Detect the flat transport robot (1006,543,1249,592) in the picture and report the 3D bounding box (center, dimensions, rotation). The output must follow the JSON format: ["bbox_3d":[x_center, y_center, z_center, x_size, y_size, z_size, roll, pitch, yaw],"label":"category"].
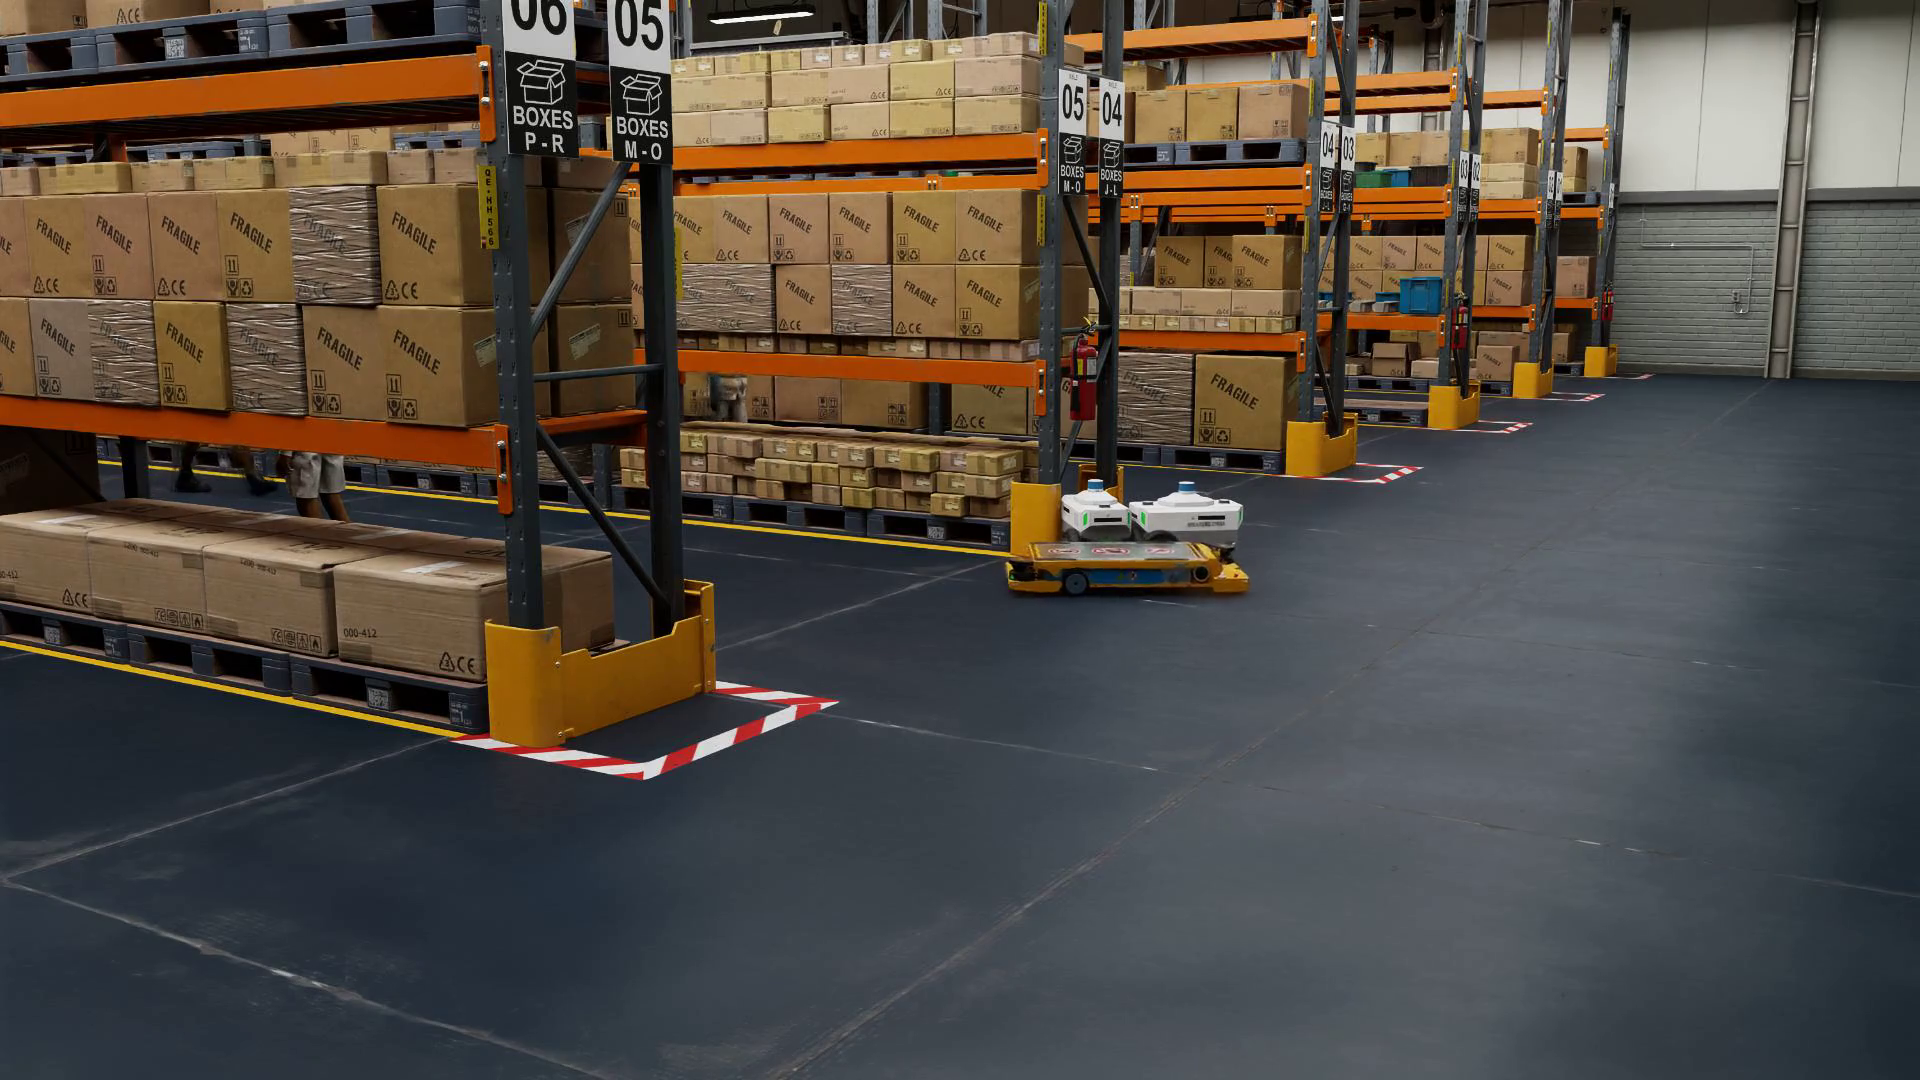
[{"bbox_3d":[1.009,0.160,10.223,1.431,0.197,0.652,0,10,0],"label":"flat transport robot"}]

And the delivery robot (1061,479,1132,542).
[{"bbox_3d":[0.891,-0.157,10.972,0.477,0.478,0.707,-2,10,-9],"label":"delivery robot"}]

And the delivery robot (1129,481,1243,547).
[{"bbox_3d":[1.477,-0.139,10.867,0.707,0.478,0.477,-1,10,-9],"label":"delivery robot"}]

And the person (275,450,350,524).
[{"bbox_3d":[-3.813,-0.585,9.720,0.369,1.933,0.551,3,10,17],"label":"person"}]

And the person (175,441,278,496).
[{"bbox_3d":[-6.296,-1.280,14.061,1.077,1.848,0.551,3,10,19],"label":"person"}]

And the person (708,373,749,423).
[{"bbox_3d":[-2.069,-1.240,14.470,0.648,1.614,0.529,7,12,34],"label":"person"}]
